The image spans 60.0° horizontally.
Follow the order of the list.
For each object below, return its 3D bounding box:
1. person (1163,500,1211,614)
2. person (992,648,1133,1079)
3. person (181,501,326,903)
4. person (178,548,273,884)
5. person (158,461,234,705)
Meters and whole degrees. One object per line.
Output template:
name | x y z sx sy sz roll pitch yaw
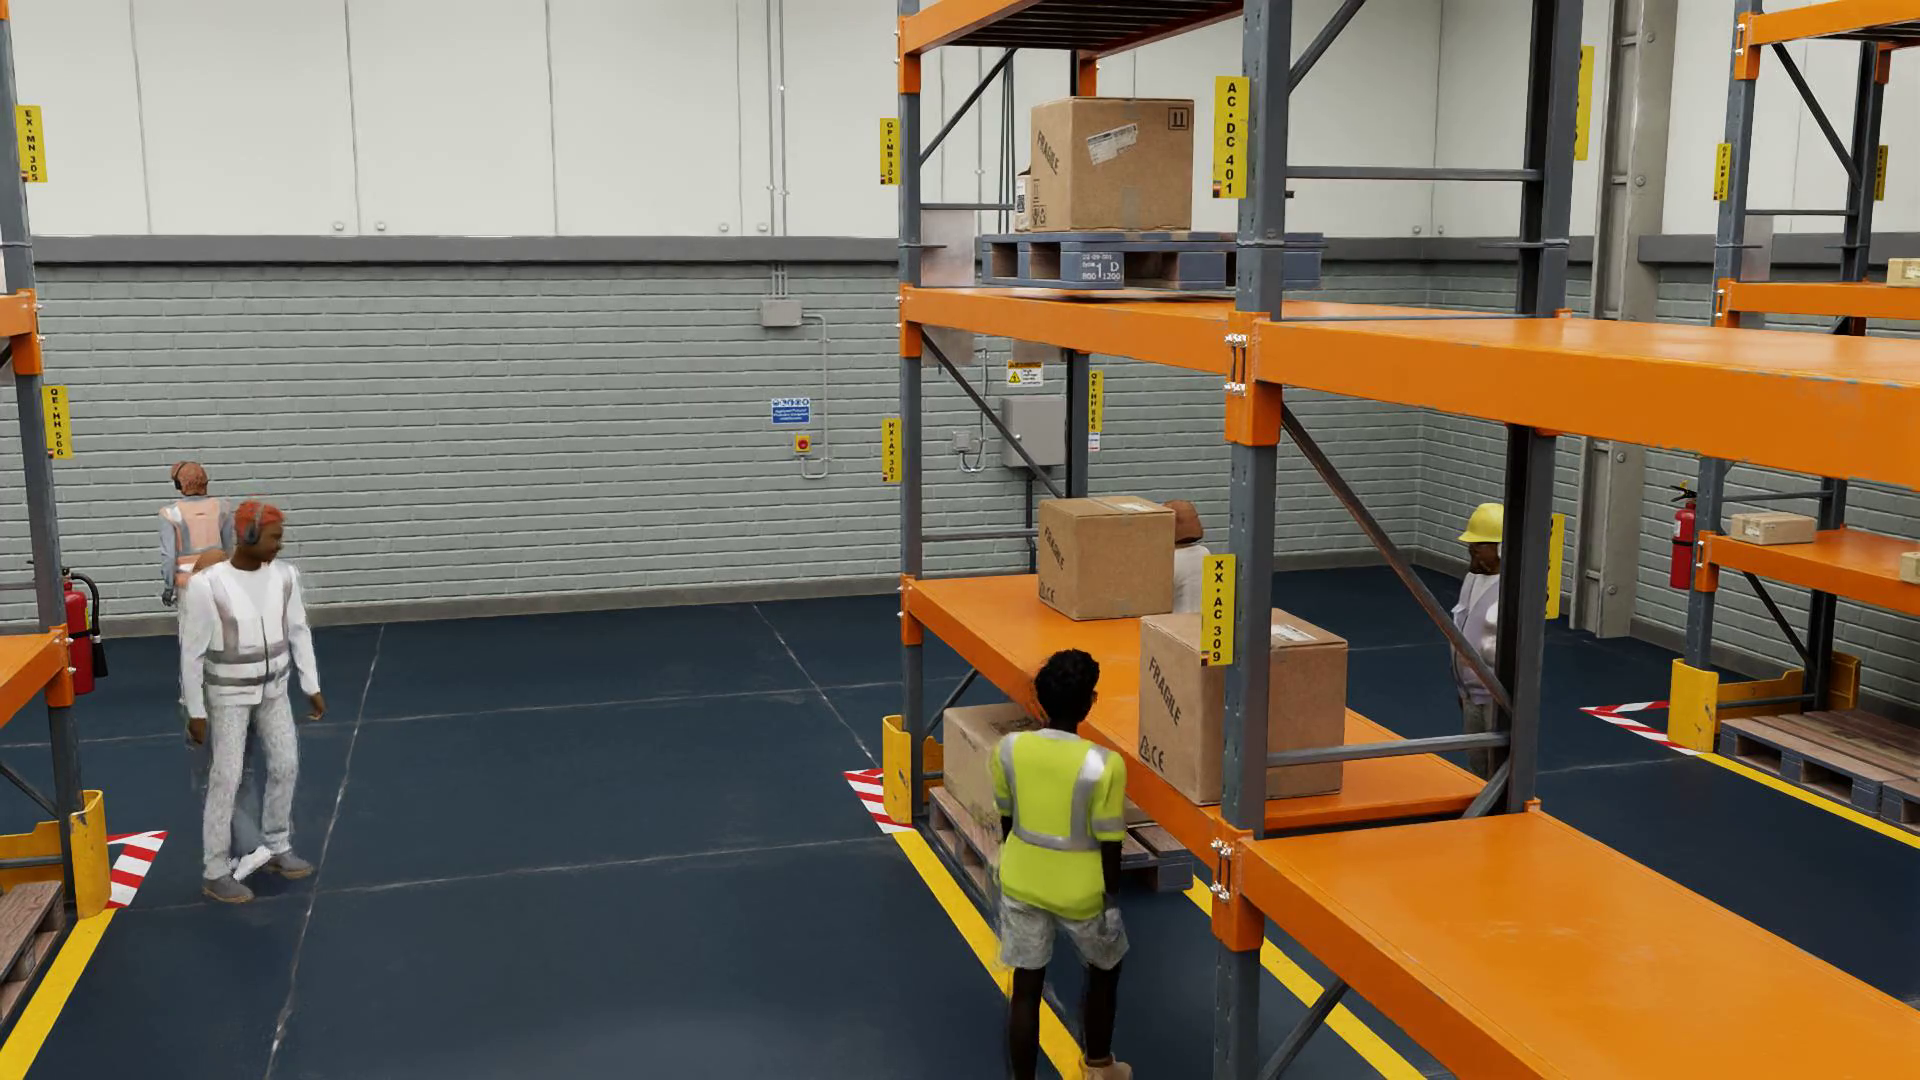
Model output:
person | 1.236 0.584 9.401 0.280 1.633 0.501 9 13 42
person | 0.390 1.189 5.812 0.552 1.667 0.677 6 12 31
person | -3.348 0.748 7.838 0.432 1.861 0.632 6 12 30
person | -3.475 0.847 7.989 0.472 1.606 0.545 4 11 22
person | -5.051 0.290 11.055 0.314 1.641 0.515 7 12 36
